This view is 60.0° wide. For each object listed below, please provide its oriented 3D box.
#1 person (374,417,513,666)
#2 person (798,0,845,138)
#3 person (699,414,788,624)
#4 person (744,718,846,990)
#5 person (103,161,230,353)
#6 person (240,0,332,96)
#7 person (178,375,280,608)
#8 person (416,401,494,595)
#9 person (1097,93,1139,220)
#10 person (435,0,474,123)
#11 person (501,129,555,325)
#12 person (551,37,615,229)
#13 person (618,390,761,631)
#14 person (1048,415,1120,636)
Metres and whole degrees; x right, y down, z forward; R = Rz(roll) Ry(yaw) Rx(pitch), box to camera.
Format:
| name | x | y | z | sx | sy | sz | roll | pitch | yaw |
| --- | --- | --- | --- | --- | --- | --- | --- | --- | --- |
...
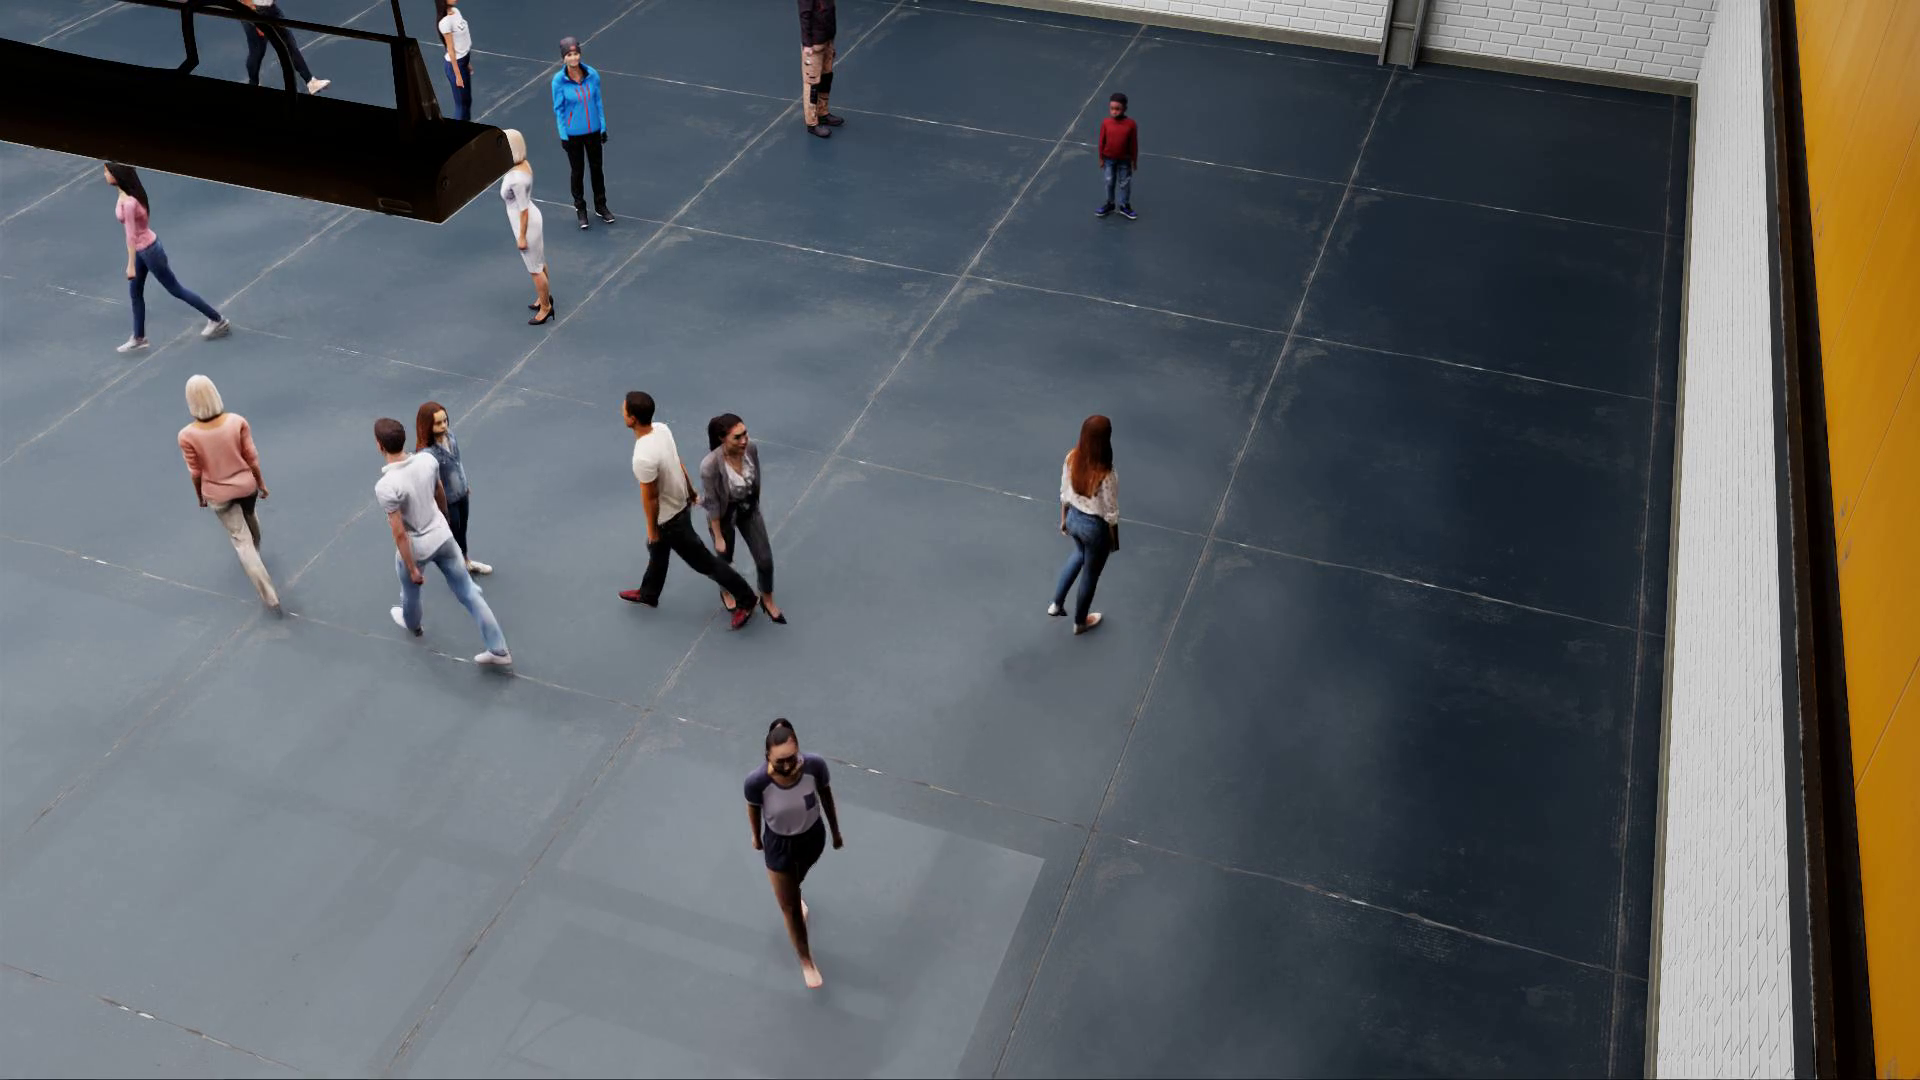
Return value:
| name | x | y | z | sx | sy | sz | roll | pitch | yaw |
| --- | --- | --- | --- | --- | --- | --- | --- | --- | --- |
| person | -3.311 | 0.096 | 10.581 | 1.326 | 1.789 | 0.871 | 22 | 43 | 25 |
| person | -1.453 | -5.127 | 17.013 | 0.587 | 1.923 | 0.706 | 15 | 41 | 18 |
| person | -1.552 | -0.173 | 11.024 | 0.822 | 1.656 | 0.905 | -26 | 45 | -29 |
| person | -0.914 | 1.547 | 8.905 | 1.012 | 1.612 | 1.065 | -16 | 41 | -19 |
| person | -6.608 | -2.354 | 13.720 | 1.089 | 1.700 | 1.108 | -20 | 43 | -23 |
| person | -7.487 | -5.508 | 17.616 | 1.144 | 1.766 | 0.694 | 10 | 40 | 12 |
| person | -4.871 | -0.296 | 11.156 | 1.016 | 1.683 | 1.189 | -24 | 44 | -27 |
| person | -3.485 | -0.299 | 11.326 | 0.557 | 1.477 | 0.601 | 5 | 39 | 7 |
| person | 1.498 | -3.626 | 15.675 | 0.442 | 1.249 | 0.627 | 6 | 39 | 7 |
| person | -5.017 | -4.690 | 16.586 | 0.623 | 1.774 | 0.643 | -1 | 39 | -1 |
| person | -3.656 | -2.655 | 14.055 | 0.657 | 1.752 | 0.639 | -7 | 39 | -8 |
| person | -3.507 | -3.784 | 15.432 | 0.689 | 1.797 | 0.735 | -19 | 42 | -22 |
| person | -1.807 | -0.171 | 10.951 | 1.314 | 1.744 | 0.976 | -2 | 39 | -3 |
| person | 0.779 | -0.054 | 10.821 | 0.780 | 1.723 | 0.723 | -28 | 46 | -31 |
